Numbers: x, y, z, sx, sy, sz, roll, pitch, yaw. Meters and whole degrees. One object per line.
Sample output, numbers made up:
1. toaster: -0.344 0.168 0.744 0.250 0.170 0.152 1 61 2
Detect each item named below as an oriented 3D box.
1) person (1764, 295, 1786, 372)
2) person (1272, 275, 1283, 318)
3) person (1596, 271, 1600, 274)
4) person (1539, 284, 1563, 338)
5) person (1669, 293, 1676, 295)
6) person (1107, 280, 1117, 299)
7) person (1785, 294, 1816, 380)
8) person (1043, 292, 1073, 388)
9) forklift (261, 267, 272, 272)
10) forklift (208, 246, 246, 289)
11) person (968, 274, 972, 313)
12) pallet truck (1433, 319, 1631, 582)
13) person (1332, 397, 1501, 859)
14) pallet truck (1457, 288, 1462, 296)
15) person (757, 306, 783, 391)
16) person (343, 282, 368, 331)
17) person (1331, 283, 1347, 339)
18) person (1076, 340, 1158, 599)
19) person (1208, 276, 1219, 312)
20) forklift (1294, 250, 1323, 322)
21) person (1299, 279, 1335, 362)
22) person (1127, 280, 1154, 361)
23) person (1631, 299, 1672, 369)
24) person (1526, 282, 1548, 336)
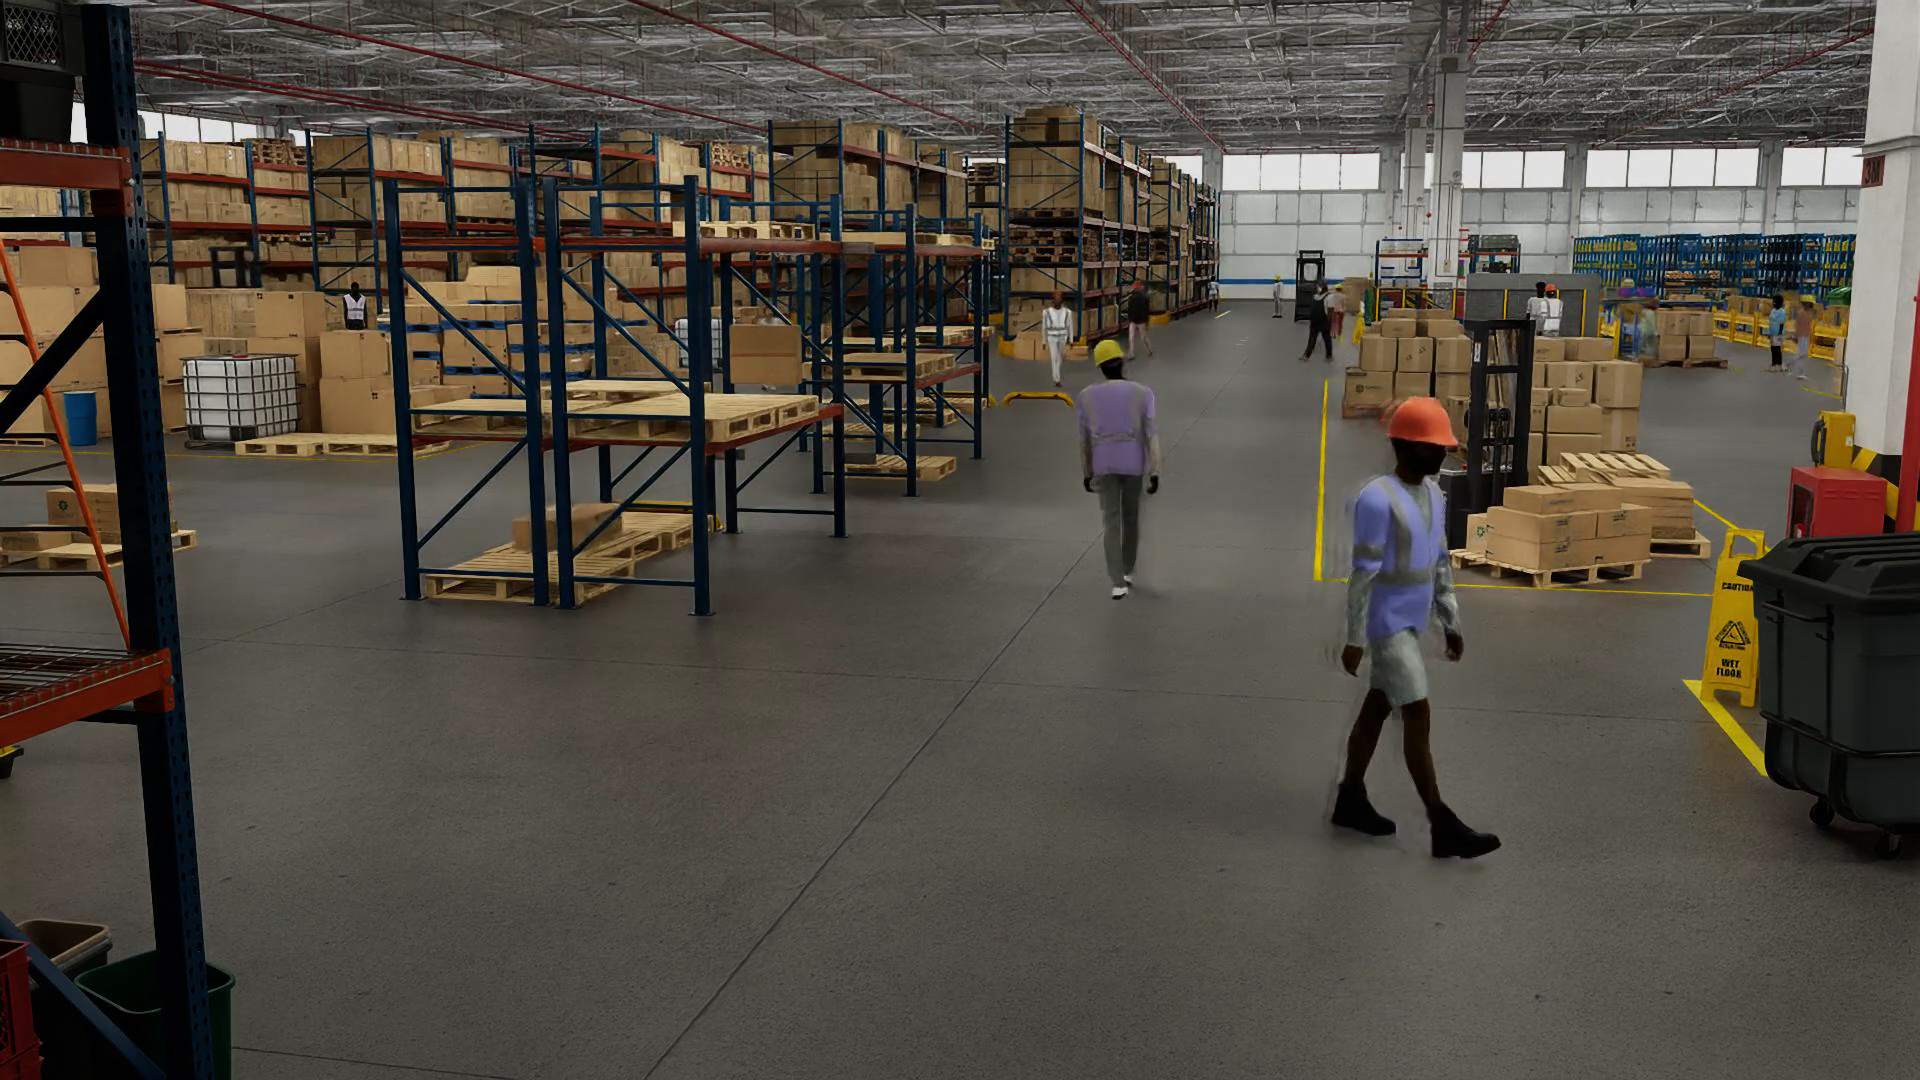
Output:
1. person: 17.938 -4.526 36.539 0.320 1.693 0.537 1 10 4
2. person: 13.417 -10.288 70.278 0.404 1.824 0.584 -4 11 -25
3. person: 33.877 -13.344 88.283 0.390 1.845 0.563 -1 10 -7
4. person: 13.033 -4.687 36.784 0.545 1.927 0.385 -3 10 -18
5. person: 34.626 -12.041 80.623 0.404 1.829 0.601 -4 11 -25
6. person: 6.484 -10.483 71.068 0.542 1.939 0.365 -4 10 -21
7. person: 17.374 -4.181 34.269 0.549 1.752 0.407 -7 12 -36
8. person: 1.883 -3.883 32.249 0.584 1.855 0.884 -2 10 -9
9. forklift: -23.947 -8.640 57.368 1.873 2.768 1.129 -1 10 -5
10. forklift: -20.152 -6.698 45.869 1.129 2.768 1.873 2 10 12
11. person: 0.594 -11.340 76.514 0.597 1.820 0.425 -1 10 -9
12. pallet truck: 4.543 -0.757 13.299 0.823 1.965 1.885 -4 10 -22
13. person: 1.951 0.366 6.919 0.902 1.900 0.575 8 13 40
14. pallet truck: 20.506 -9.785 68.819 0.653 1.274 1.630 2 10 12
15. person: -3.571 -3.596 31.268 0.533 1.595 0.832 0 10 -1
16. person: -15.021 -5.449 41.356 0.587 1.911 0.397 -8 12 -39
17. person: 11.803 -7.153 51.940 0.530 1.736 0.801 3 10 15
18. person: 1.167 -0.543 12.387 0.612 1.870 0.900 1 10 5
19. person: 11.908 -11.577 78.252 0.535 1.700 0.318 0 10 2
20. forklift: 13.778 -10.002 65.433 1.129 2.768 1.873 2 10 12
21. person: 8.587 -5.258 39.823 0.972 2.000 0.695 -7 12 -35
22. person: 4.399 -5.361 40.662 0.623 1.969 0.791 8 13 40
23. person: 15.528 -4.612 37.333 0.887 1.580 0.526 5 11 29
24. person: 13.208 -4.908 37.975 0.613 1.963 0.361 8 12 38
